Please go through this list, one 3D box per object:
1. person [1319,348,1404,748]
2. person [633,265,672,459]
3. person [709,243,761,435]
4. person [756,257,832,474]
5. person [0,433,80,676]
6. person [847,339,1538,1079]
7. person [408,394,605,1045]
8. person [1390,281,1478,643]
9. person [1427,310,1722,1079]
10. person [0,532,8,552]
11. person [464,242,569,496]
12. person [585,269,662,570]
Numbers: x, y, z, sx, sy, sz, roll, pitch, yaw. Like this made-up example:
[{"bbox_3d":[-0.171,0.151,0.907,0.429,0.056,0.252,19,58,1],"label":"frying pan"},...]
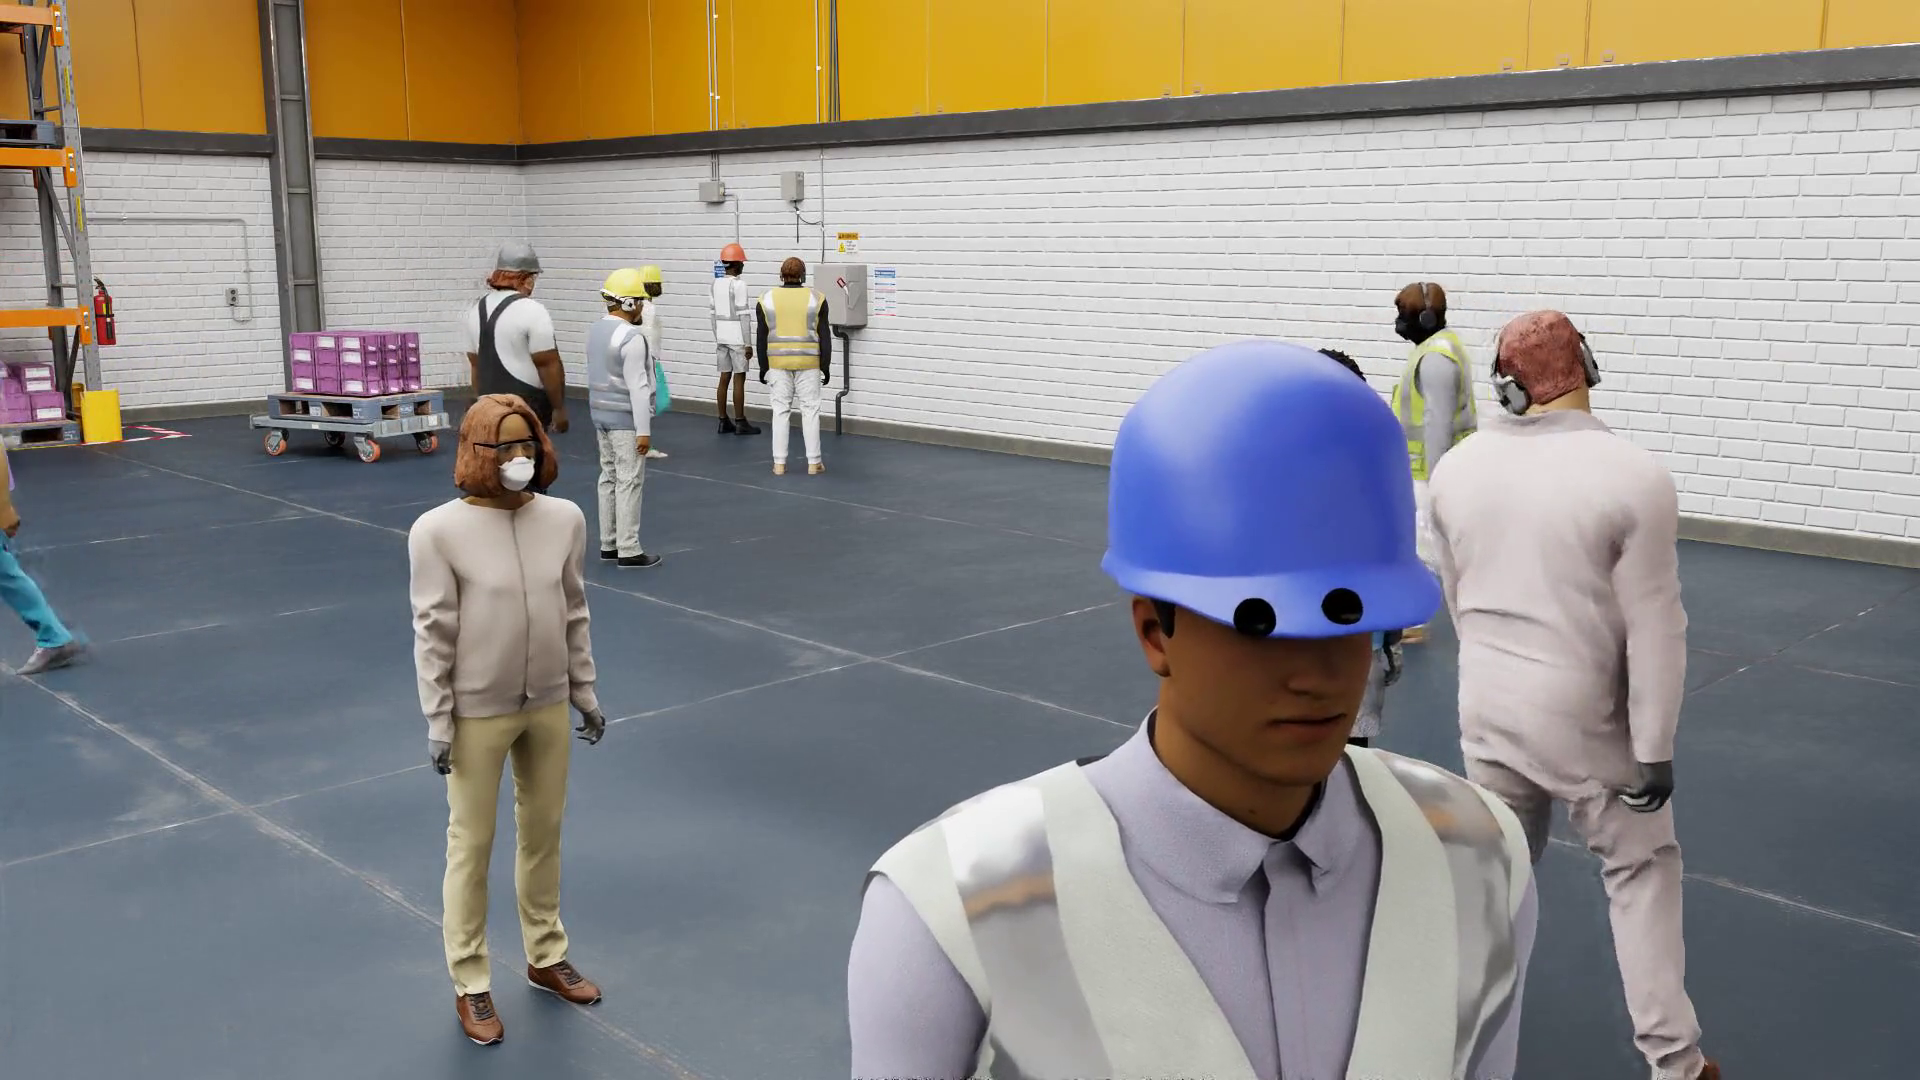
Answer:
[{"bbox_3d":[1.048,0.289,4.895,0.540,1.699,0.315,3,11,17],"label":"person"},{"bbox_3d":[-2.818,-1.588,14.982,0.407,1.757,0.525,-5,12,-27],"label":"person"},{"bbox_3d":[-2.296,-2.034,16.915,0.543,1.939,0.360,9,14,42],"label":"person"},{"bbox_3d":[-1.403,-1.471,14.111,0.637,1.842,0.429,0,10,-1],"label":"person"},{"bbox_3d":[-4.436,-0.207,7.368,0.567,1.805,0.987,9,13,39],"label":"person"},{"bbox_3d":[0.202,0.811,1.371,0.605,1.948,0.404,-4,11,-21],"label":"person"},{"bbox_3d":[-1.142,0.441,4.252,0.280,1.633,0.499,10,14,43],"label":"person"},{"bbox_3d":[2.378,-0.341,8.043,0.677,1.814,0.670,2,11,13],"label":"person"},{"bbox_3d":[1.422,0.395,3.919,0.630,1.860,0.665,-6,12,-30],"label":"person"},{"bbox_3d":[-6.229,-0.720,9.873,0.972,1.884,0.566,-10,14,-43],"label":"person"},{"bbox_3d":[-2.816,-0.901,10.457,0.689,2.000,1.000,9,14,40],"label":"person"},{"bbox_3d":[-2.040,-0.731,10.141,0.404,1.824,0.586,-9,13,-39],"label":"person"}]
